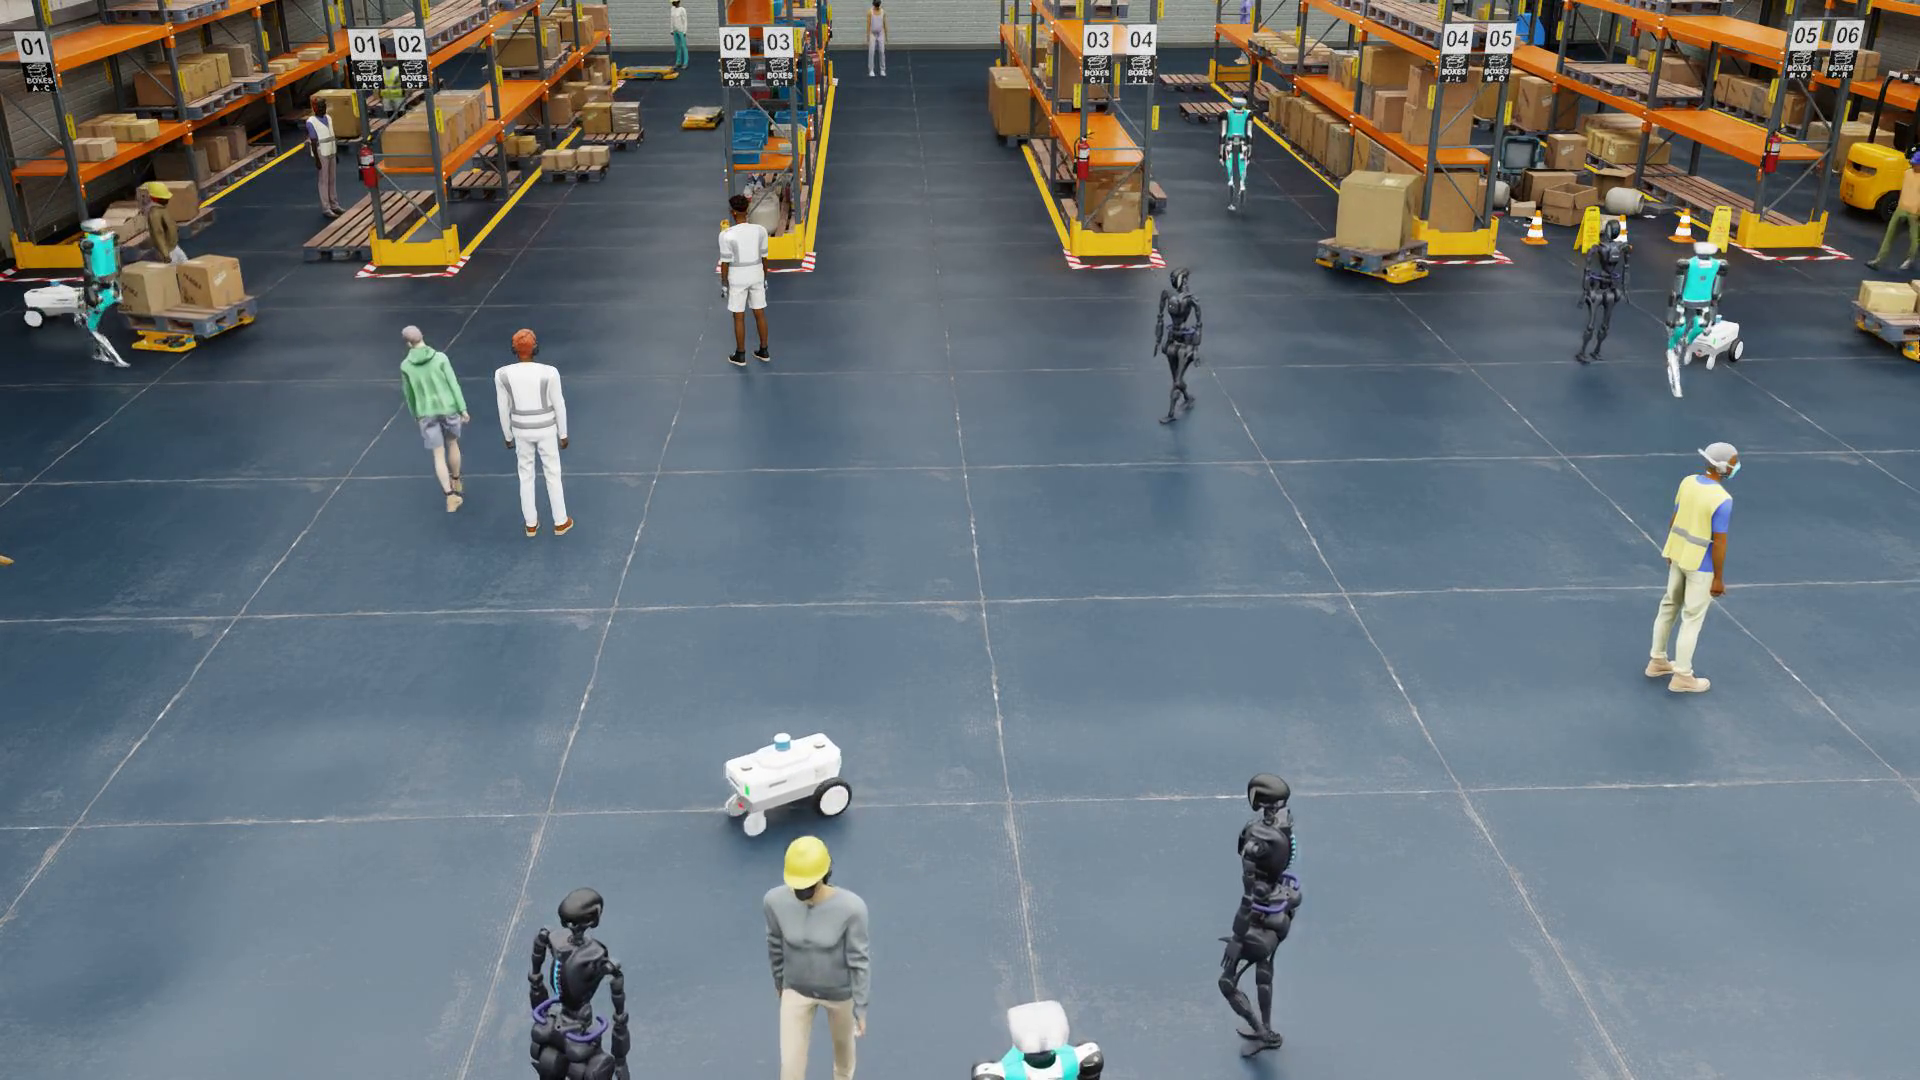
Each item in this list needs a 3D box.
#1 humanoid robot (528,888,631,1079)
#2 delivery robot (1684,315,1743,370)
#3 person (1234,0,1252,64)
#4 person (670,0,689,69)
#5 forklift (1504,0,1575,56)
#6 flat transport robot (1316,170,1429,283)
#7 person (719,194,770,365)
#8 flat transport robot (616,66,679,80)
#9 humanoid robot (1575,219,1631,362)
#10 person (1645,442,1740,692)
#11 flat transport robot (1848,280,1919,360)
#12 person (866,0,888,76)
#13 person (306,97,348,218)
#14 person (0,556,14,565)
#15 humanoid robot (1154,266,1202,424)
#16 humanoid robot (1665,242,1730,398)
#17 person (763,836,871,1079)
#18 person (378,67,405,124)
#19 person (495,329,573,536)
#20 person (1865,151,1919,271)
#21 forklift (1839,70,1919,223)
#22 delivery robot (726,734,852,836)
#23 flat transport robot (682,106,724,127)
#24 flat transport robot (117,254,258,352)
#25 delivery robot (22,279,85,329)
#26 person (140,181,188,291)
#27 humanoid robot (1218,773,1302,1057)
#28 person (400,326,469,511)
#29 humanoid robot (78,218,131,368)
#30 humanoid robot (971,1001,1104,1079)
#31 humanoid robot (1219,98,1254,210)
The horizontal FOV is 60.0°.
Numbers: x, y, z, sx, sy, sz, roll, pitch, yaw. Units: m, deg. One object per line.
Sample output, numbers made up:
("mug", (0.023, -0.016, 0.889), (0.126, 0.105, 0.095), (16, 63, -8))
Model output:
("humanoid robot", (-1.782, 2.296, 7.651), (0.625, 1.618, 0.784), (14, 27, 28))
("delivery robot", (8.762, -2.324, 19.351), (0.499, 0.601, 0.783), (22, 32, 40))
("person", (7.066, -12.710, 41.150), (0.377, 1.797, 0.604), (0, 24, -1))
("person", (-6.843, -12.367, 40.429), (0.523, 1.760, 0.324), (19, 30, 36))
("forklift", (14.700, -13.805, 42.301), (1.873, 2.768, 1.129), (-1, 24, -2))
("flat transport robot", (5.716, -3.839, 23.099), (0.659, 0.231, 1.431), (-19, 30, -36))
("person", (-2.473, -2.990, 19.124), (0.601, 1.957, 0.382), (-14, 28, -29))
("flat transport robot", (-7.377, -11.000, 39.190), (1.431, 0.231, 0.659), (-1, 24, -3))
("humanoid robot", (7.458, -2.887, 19.225), (0.613, 1.655, 0.333), (-4, 24, -9))
("person", (5.310, 0.191, 12.049), (0.395, 1.891, 0.528), (-6, 25, -14))
("flat transport robot", (11.441, -2.439, 19.952), (0.659, 0.231, 1.431), (1, 24, 1))
("person", (-1.958, -11.901, 39.271), (0.505, 1.855, 0.416), (-5, 24, -11))
("person", (-9.924, -5.985, 25.981), (0.376, 1.843, 0.571), (5, 24, 10))
("person", (-8.333, -0.587, 13.806), (0.381, 1.888, 0.564), (5, 25, 12))
("humanoid robot", (2.323, -2.079, 17.476), (0.609, 1.637, 0.762), (22, 32, 40))
("humanoid robot", (7.938, -2.446, 18.228), (0.536, 1.820, 0.912), (3, 24, 7))
("person", (-0.675, 2.168, 7.811), (0.529, 1.726, 0.892), (3, 24, 6))
("person", (-10.836, -8.463, 31.751), (0.532, 1.686, 0.438), (-1, 24, -3))
("person", (-3.723, -0.932, 14.586), (0.572, 1.882, 0.357), (-1, 24, -3))
("person", (13.000, -4.498, 22.847), (0.937, 1.660, 0.452), (-13, 27, -26))
("forklift", (15.132, -6.143, 25.915), (2.313, 2.155, 1.214), (-1, 24, -2))
("delivery robot", (-1.118, 1.524, 10.693), (0.791, 0.592, 0.499), (-14, 28, -29))
("flat transport robot", (-5.215, -8.606, 33.810), (0.659, 0.231, 1.431), (0, 24, 0))
("flat transport robot", (-9.345, -2.587, 20.286), (0.659, 0.231, 1.431), (6, 25, 13))
("delivery robot", (-11.269, -2.946, 20.759), (0.812, 0.609, 0.499), (-2, 24, -4))
("person", (-9.945, -3.662, 20.901), (0.420, 1.728, 0.589), (-4, 24, -9))
("humanoid robot", (1.539, 1.899, 8.471), (0.338, 1.643, 0.605), (14, 28, 28))
("person", (-4.812, -1.159, 15.321), (0.540, 1.690, 0.784), (-8, 25, -18))
("humanoid robot", (-9.959, -2.803, 18.981), (0.932, 1.757, 0.540), (6, 25, 14))
("humanoid robot", (0.240, 2.580, 7.002), (0.530, 1.869, 0.801), (-6, 25, -14))
("humanoid robot", (4.371, -5.976, 26.191), (0.541, 1.849, 0.772), (-1, 24, -3))
